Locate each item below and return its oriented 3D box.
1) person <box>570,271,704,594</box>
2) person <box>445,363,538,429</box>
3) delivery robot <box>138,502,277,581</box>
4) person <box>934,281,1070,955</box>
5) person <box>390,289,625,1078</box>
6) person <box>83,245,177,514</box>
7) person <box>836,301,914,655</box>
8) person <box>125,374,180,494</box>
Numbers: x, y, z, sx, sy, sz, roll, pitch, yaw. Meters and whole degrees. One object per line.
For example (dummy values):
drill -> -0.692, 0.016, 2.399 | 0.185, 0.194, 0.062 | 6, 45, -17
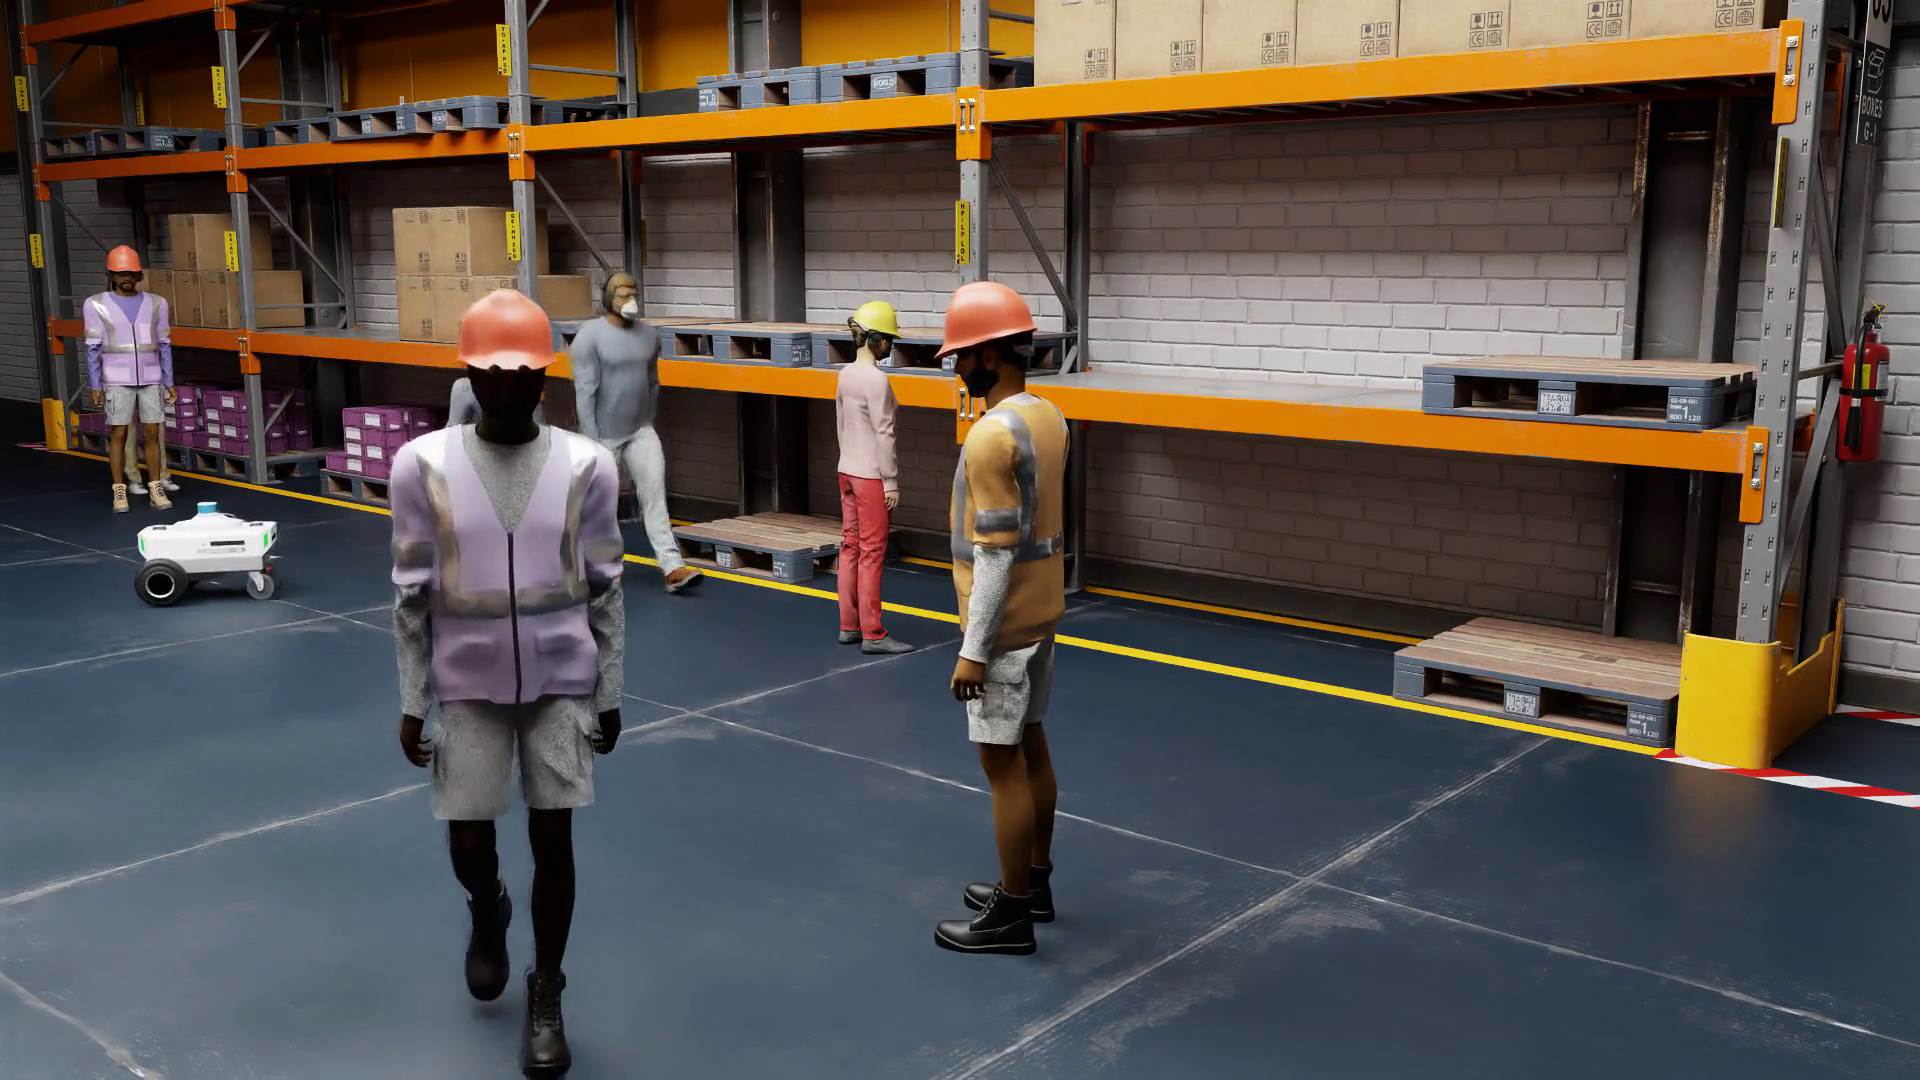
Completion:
person -> -1.933, -0.611, 9.703 | 1.019, 1.881, 0.648 | 9, 13, 42
person -> -2.620, -0.381, 9.206 | 0.761, 1.600, 0.508 | 8, 13, 39
delivery robot -> -4.330, 0.024, 9.603 | 0.707, 0.478, 0.477 | -3, 10, -14
person -> 0.108, 0.231, 4.786 | 0.369, 1.929, 0.542 | 4, 11, 19
person -> -1.109, 0.343, 4.148 | 0.561, 1.927, 0.523 | -3, 10, -18
person -> -6.335, -1.225, 12.753 | 0.615, 2.039, 0.392 | -8, 13, -39
person -> -0.440, -0.310, 8.347 | 0.326, 1.761, 0.523 | -5, 11, -27
person -> -6.780, -1.190, 13.739 | 0.339, 1.633, 0.512 | 6, 12, 31
